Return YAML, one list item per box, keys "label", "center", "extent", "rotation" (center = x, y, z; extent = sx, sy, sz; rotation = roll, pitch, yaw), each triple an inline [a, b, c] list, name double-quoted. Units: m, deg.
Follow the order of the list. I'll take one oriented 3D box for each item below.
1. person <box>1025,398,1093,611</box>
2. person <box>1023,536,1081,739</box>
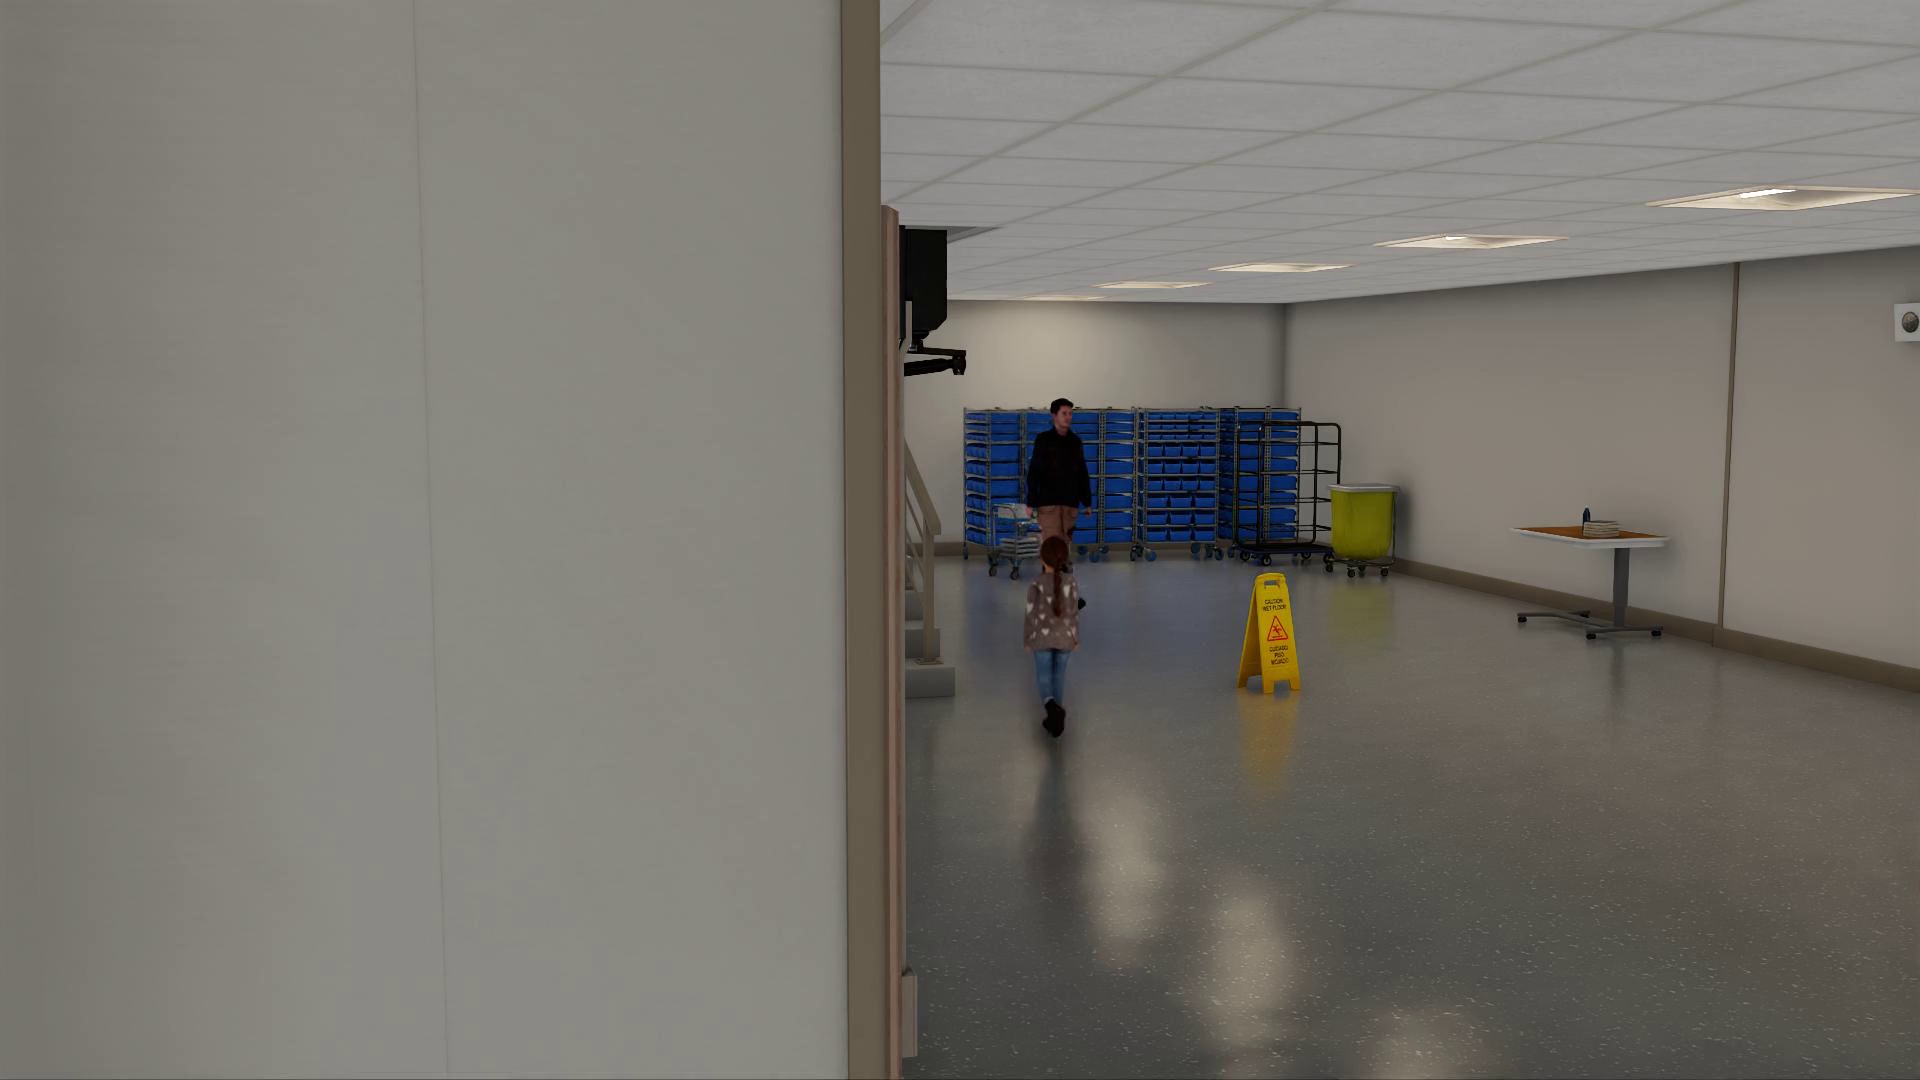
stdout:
- label: "person"
  center: [0.808, -0.269, 14.613]
  extent: [0.955, 1.887, 1.235]
  rotation: [-3, 7, -31]
- label: "person"
  center: [0.547, 0.577, 9.721]
  extent: [0.519, 1.184, 0.785]
  rotation: [-1, 6, -10]
